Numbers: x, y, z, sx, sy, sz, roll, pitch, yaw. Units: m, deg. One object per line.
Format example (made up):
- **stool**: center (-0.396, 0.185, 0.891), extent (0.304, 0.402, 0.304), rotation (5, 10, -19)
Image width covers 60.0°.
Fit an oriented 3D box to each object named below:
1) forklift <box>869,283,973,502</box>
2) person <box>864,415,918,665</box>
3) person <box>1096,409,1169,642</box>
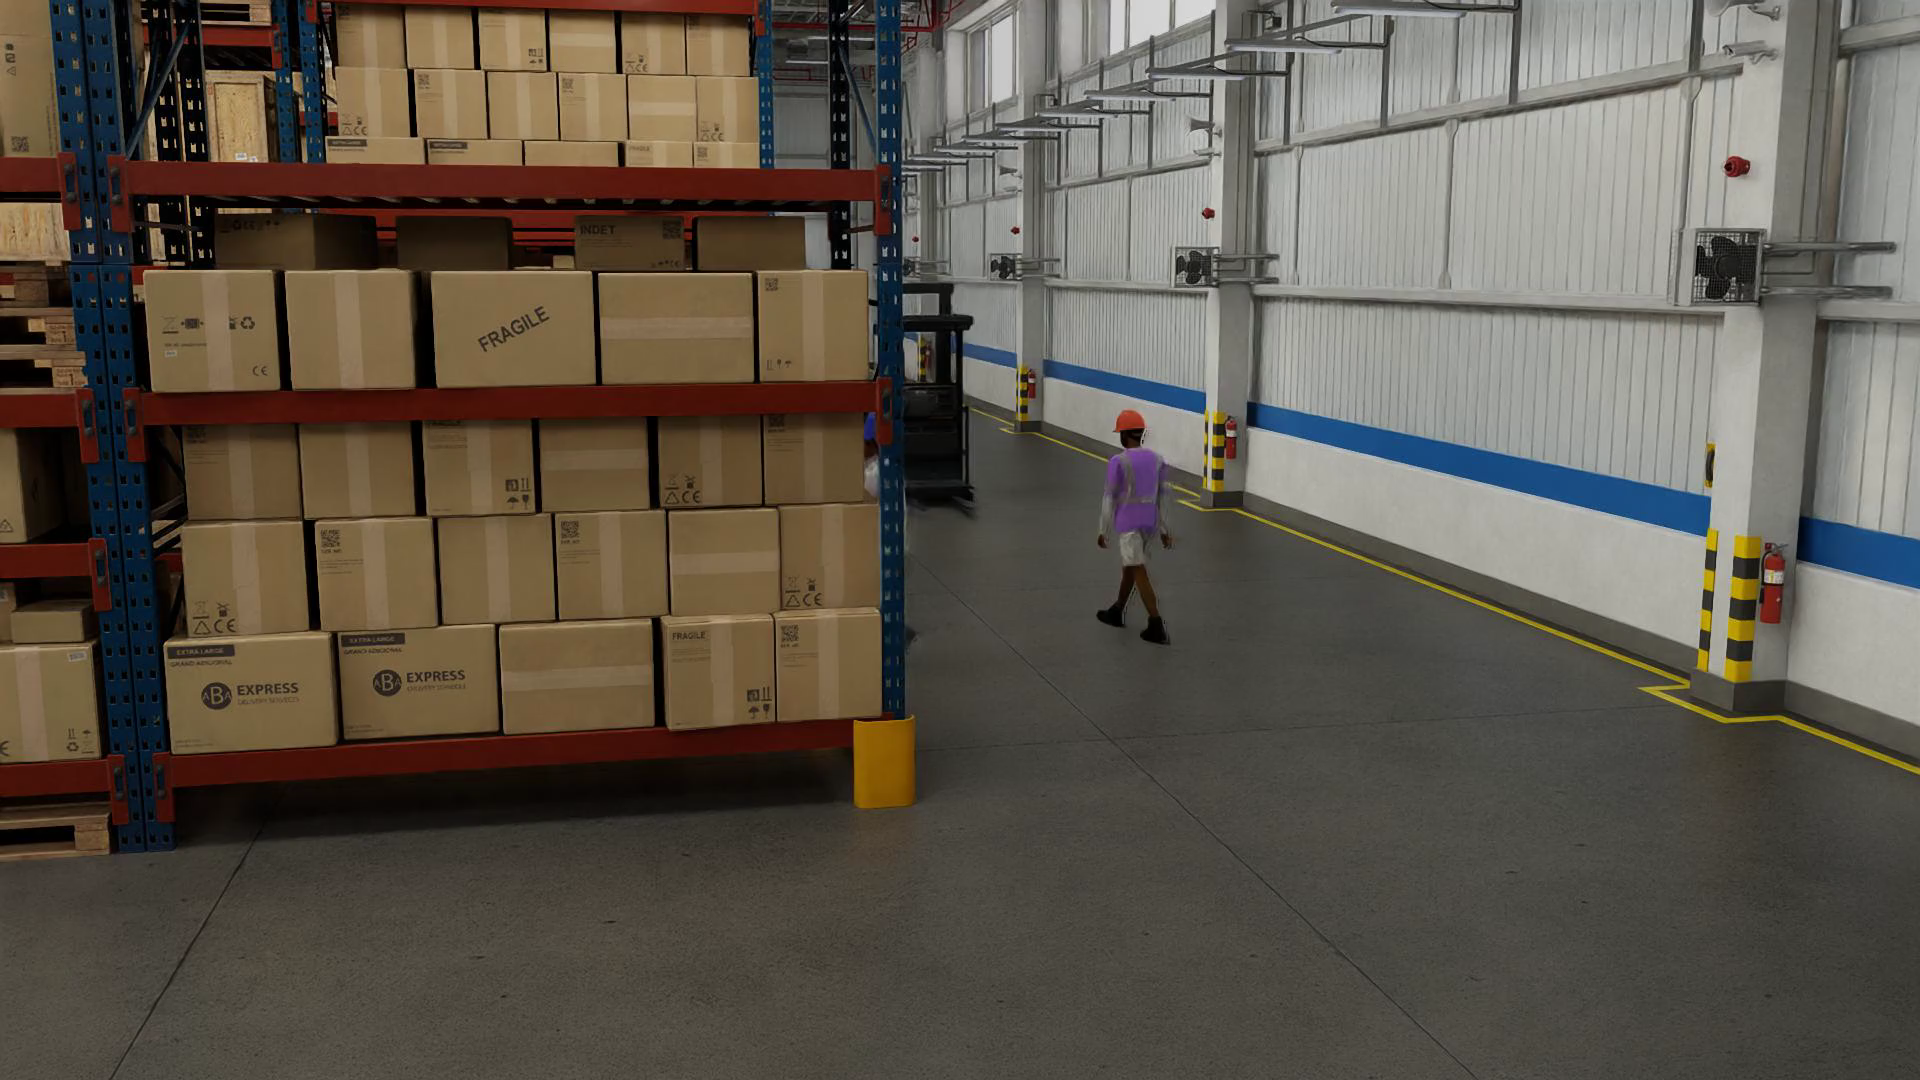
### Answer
- **forklift**: center (-0.571, -1.974, 21.834), extent (1.129, 2.768, 1.873), rotation (-2, 10, -12)
- **person**: center (-0.629, 0.020, 12.527), extent (0.463, 1.935, 0.620), rotation (0, 9, -2)
- **person**: center (1.426, -0.131, 13.683), extent (0.553, 1.877, 1.012), rotation (-6, 11, -34)
